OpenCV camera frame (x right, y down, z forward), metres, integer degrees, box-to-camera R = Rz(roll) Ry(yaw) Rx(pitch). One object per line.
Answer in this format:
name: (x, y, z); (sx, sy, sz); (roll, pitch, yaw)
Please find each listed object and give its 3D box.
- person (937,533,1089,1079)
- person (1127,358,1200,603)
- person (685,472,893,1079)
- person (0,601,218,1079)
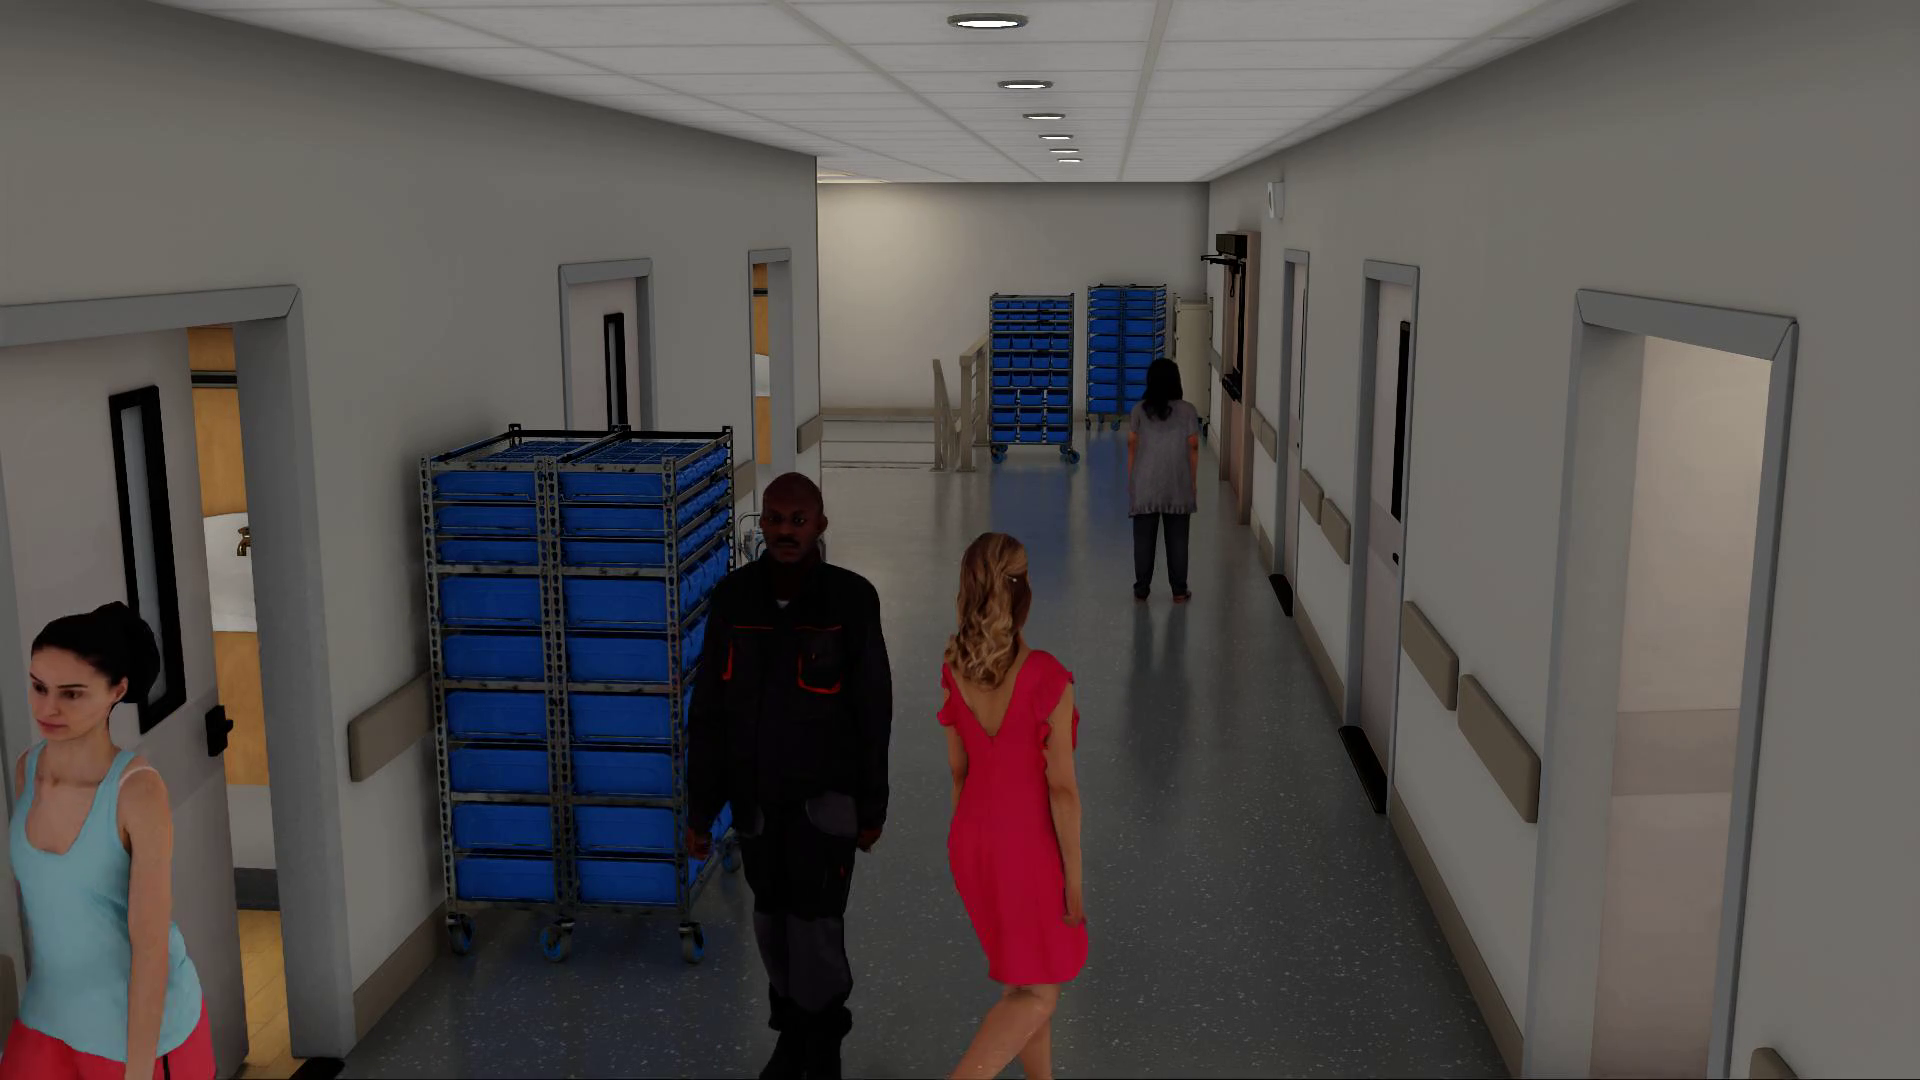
person: (0.073, 0.854, 4.206); (1.035, 1.690, 0.926); (-10, 15, -43)
person: (1.336, -0.401, 11.043); (0.640, 1.608, 0.662); (2, 11, 9)
person: (-0.444, 0.685, 4.775); (0.765, 1.811, 0.766); (3, 11, 16)
person: (-1.648, 0.984, 3.391); (0.758, 1.739, 0.874); (5, 12, 26)
